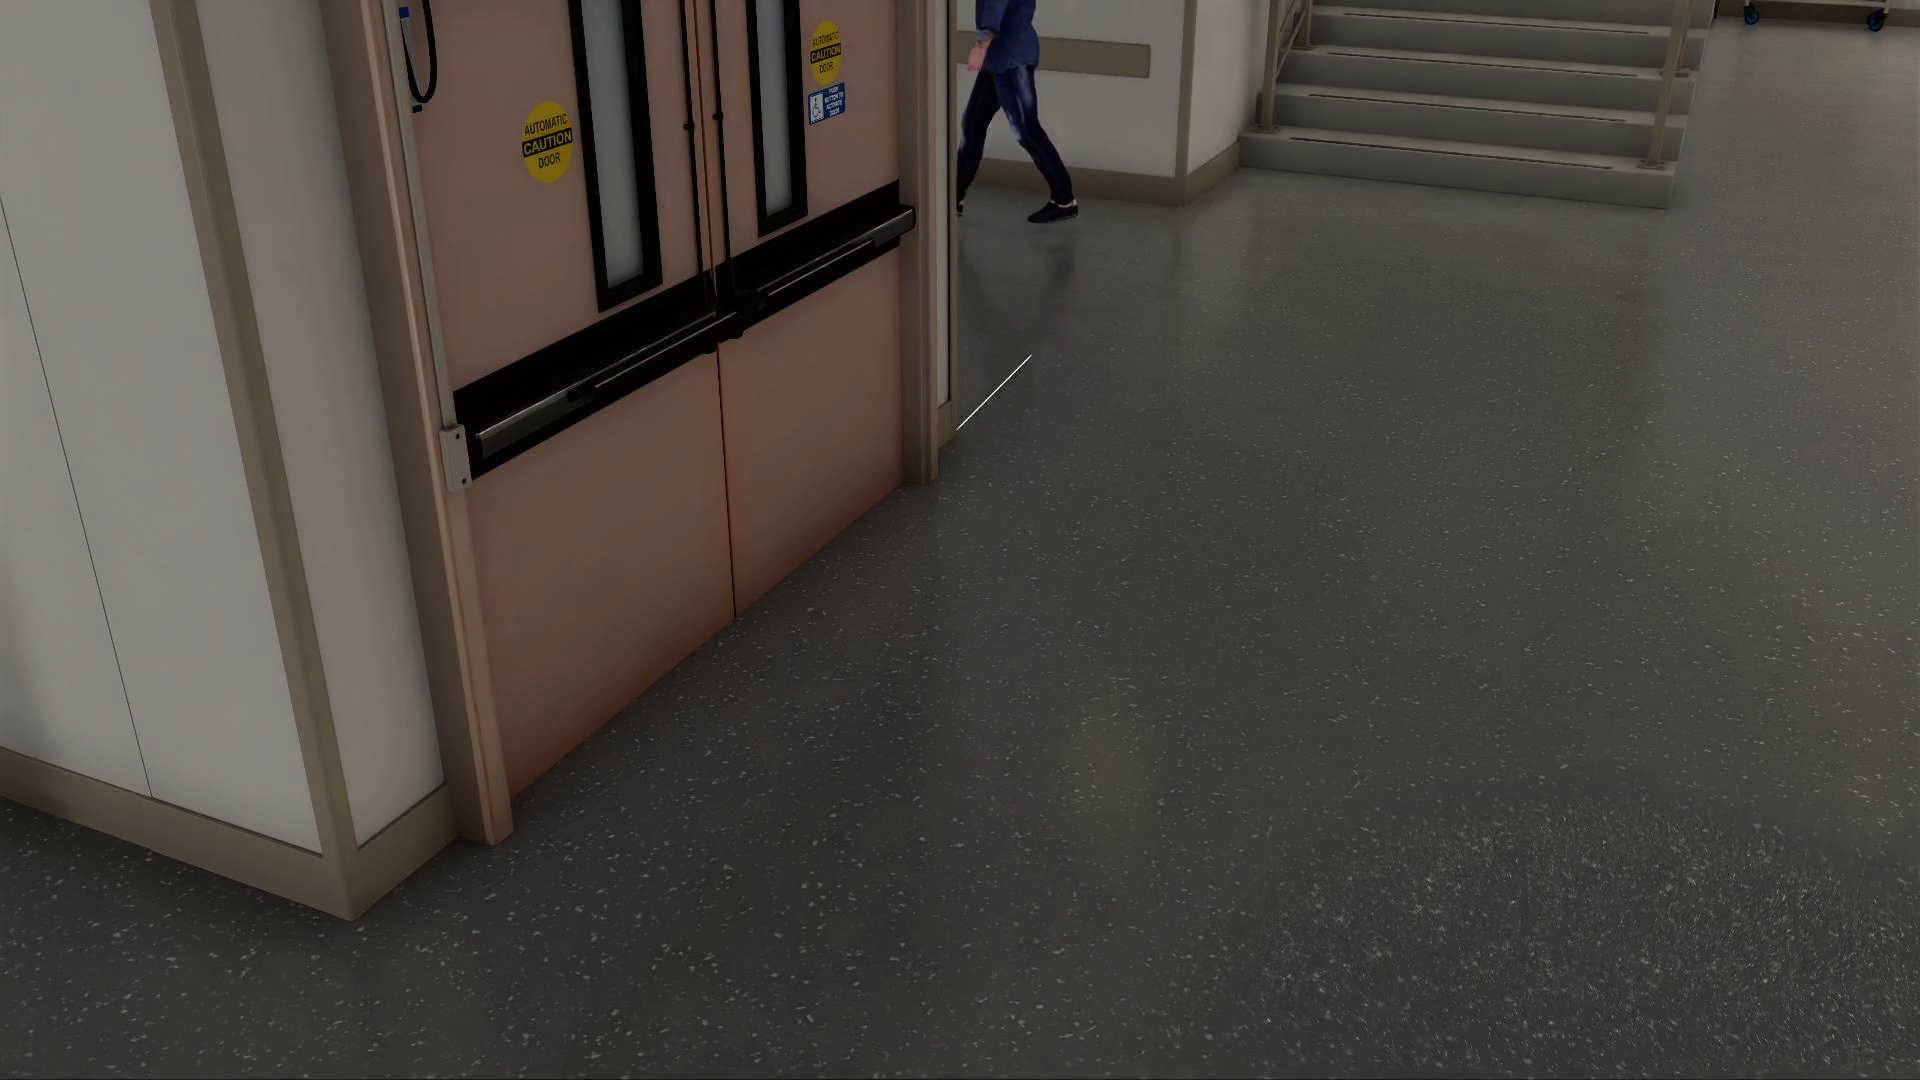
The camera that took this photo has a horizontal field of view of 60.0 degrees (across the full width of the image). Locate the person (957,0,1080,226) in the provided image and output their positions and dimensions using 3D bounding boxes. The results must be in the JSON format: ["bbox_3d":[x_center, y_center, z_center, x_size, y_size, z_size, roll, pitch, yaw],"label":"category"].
[{"bbox_3d":[0.328,-2.542,8.928,1.096,1.779,1.222,1,26,2],"label":"person"}]
